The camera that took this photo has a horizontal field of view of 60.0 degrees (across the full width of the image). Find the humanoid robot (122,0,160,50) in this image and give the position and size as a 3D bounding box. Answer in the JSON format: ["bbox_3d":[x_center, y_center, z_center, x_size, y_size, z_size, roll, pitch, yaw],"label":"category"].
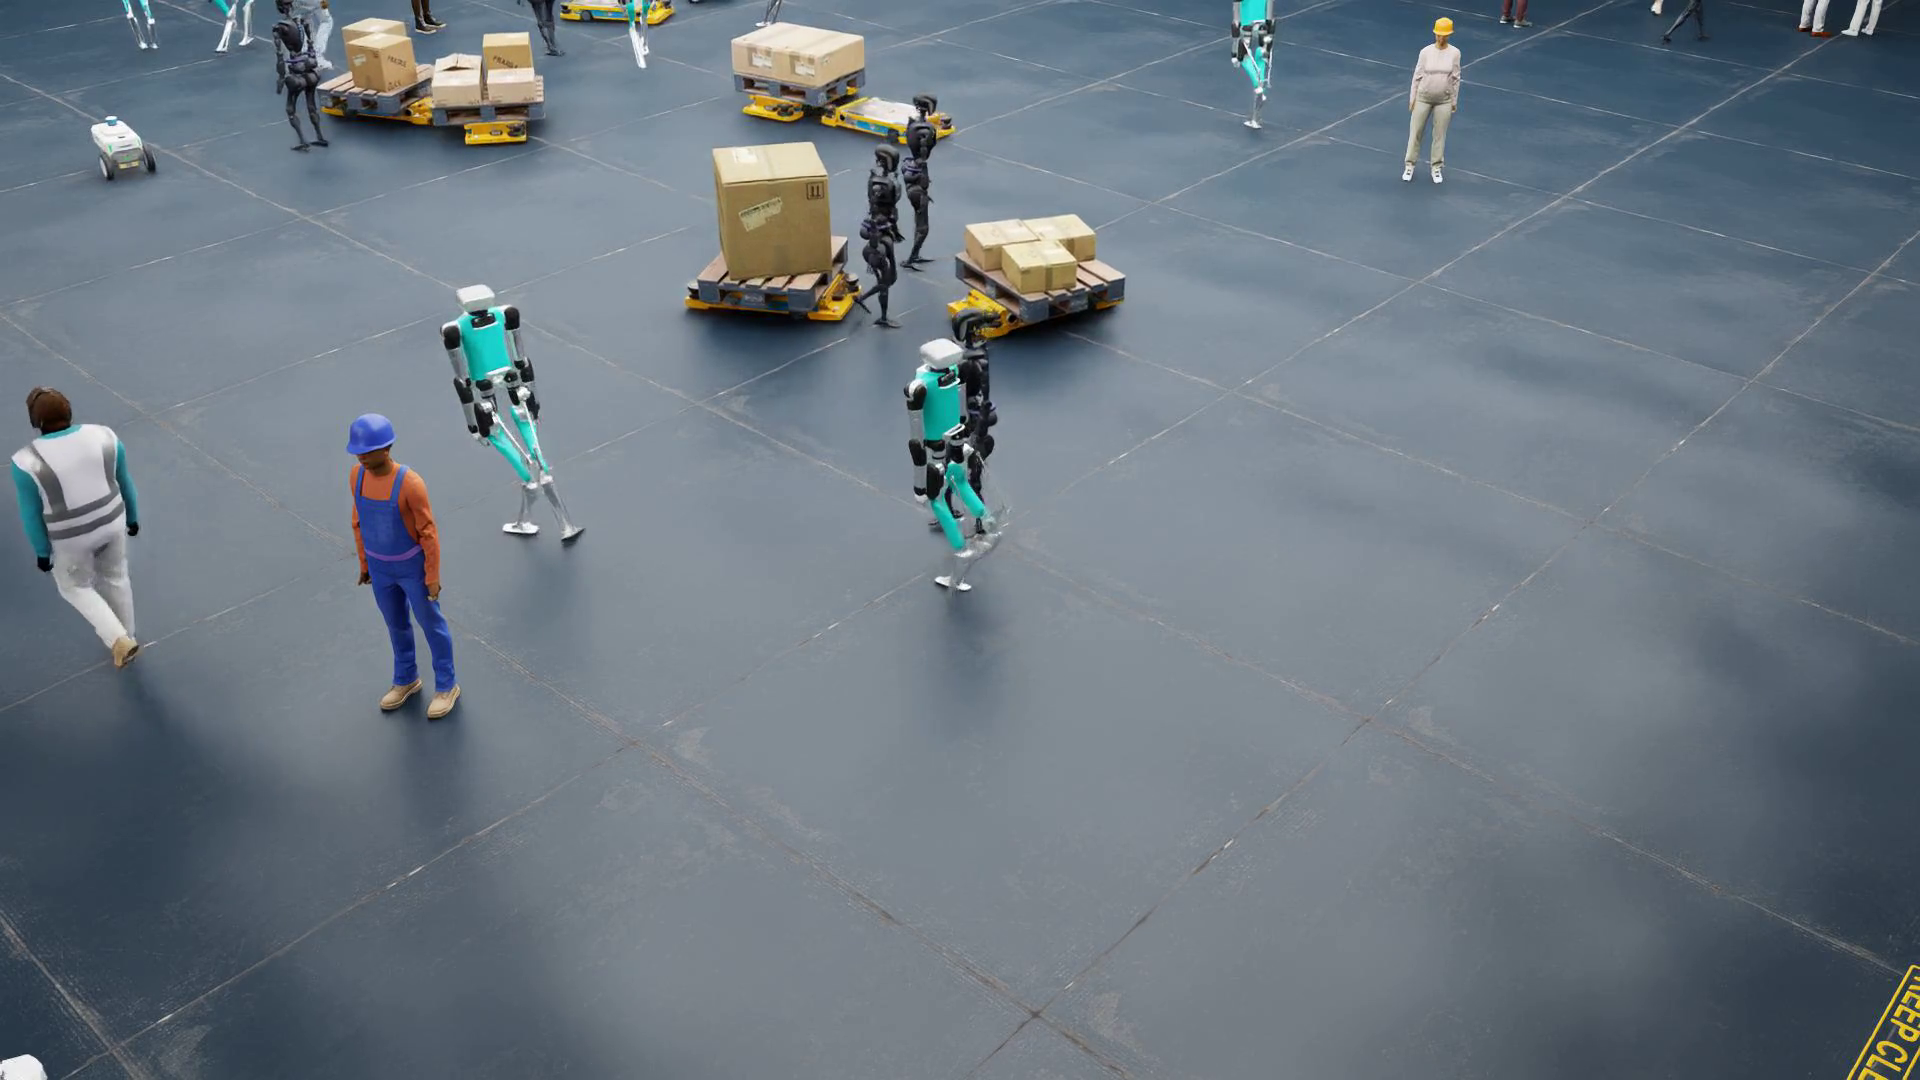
[{"bbox_3d":[-10.544,-7.052,21.125,0.536,1.786,0.732,-17,36,-25],"label":"humanoid robot"}]

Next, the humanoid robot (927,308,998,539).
[{"bbox_3d":[0.019,-0.747,11.018,0.412,1.656,0.590,-17,36,-25],"label":"humanoid robot"}]

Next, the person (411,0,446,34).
[{"bbox_3d":[-7.172,-7.745,22.020,0.364,1.961,0.611,6,32,9],"label":"person"}]

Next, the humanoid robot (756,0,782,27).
[{"bbox_3d":[-2.611,-7.622,22.105,0.778,1.832,0.542,15,35,23],"label":"humanoid robot"}]

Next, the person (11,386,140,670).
[{"bbox_3d":[-5.086,-0.040,9.739,0.525,1.827,0.649,21,38,30],"label":"person"}]

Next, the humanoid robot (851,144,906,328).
[{"bbox_3d":[-0.712,-2.552,13.940,0.502,1.631,0.611,9,33,14],"label":"humanoid robot"}]

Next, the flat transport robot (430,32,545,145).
[{"bbox_3d":[-5.311,-4.800,18.883,0.659,0.231,1.431,-6,32,-10],"label":"flat transport robot"}]

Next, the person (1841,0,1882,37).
[{"bbox_3d":[12.041,-7.461,21.862,0.520,1.645,0.305,-6,32,-10],"label":"person"}]

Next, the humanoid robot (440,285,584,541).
[{"bbox_3d":[-2.900,-0.747,10.963,0.590,1.774,0.878,-23,39,-32],"label":"humanoid robot"}]

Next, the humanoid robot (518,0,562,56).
[{"bbox_3d":[-5.308,-6.986,21.112,0.592,1.650,0.535,-24,39,-33],"label":"humanoid robot"}]

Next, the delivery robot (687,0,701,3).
[{"bbox_3d":[-3.640,-8.011,23.776,0.787,0.587,0.499,-11,33,-17],"label":"delivery robot"}]

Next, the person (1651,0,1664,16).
[{"bbox_3d":[9.666,-8.130,22.755,0.558,1.833,0.921,19,37,28],"label":"person"}]

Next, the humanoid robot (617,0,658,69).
[{"bbox_3d":[-4.055,-6.857,20.817,0.557,1.778,0.960,-8,33,-13],"label":"humanoid robot"}]

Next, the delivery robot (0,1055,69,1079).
[{"bbox_3d":[-3.959,2.507,6.863,0.499,0.613,0.807,-11,34,-18],"label":"delivery robot"}]

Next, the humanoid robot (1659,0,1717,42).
[{"bbox_3d":[9.617,-7.282,21.612,0.793,1.616,0.590,-9,33,-15],"label":"humanoid robot"}]

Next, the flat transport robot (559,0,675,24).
[{"bbox_3d":[-4.736,-7.327,22.953,1.431,0.231,0.659,7,32,11],"label":"flat transport robot"}]

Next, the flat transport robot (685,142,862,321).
[{"bbox_3d":[-1.639,-2.208,14.710,1.431,0.231,0.659,7,32,11],"label":"flat transport robot"}]

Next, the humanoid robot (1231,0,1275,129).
[{"bbox_3d":[3.317,-5.358,18.405,0.537,1.770,0.906,-11,34,-18],"label":"humanoid robot"}]

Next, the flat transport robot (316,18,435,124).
[{"bbox_3d":[-6.621,-5.070,19.318,1.431,0.231,0.659,10,33,15],"label":"flat transport robot"}]

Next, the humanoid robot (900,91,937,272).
[{"bbox_3d":[-0.385,-3.258,15.071,0.344,1.648,0.610,-4,32,-7],"label":"humanoid robot"}]

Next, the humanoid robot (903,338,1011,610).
[{"bbox_3d":[0.017,-0.326,10.366,0.639,1.871,0.538,22,38,31],"label":"humanoid robot"}]

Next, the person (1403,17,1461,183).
[{"bbox_3d":[4.860,-4.508,17.070,0.480,1.689,0.336,6,32,9],"label":"person"}]

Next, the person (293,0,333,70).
[{"bbox_3d":[-8.039,-6.673,20.366,0.631,1.883,0.484,9,33,15],"label":"person"}]

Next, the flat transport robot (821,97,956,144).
[{"bbox_3d":[-0.813,-4.738,18.783,1.431,0.231,0.659,21,38,30],"label":"flat transport robot"}]

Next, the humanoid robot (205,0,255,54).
[{"bbox_3d":[-9.320,-7.032,21.082,0.537,1.716,1.011,5,32,9],"label":"humanoid robot"}]

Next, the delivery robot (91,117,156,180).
[{"bbox_3d":[-8.879,-4.157,17.595,0.525,0.614,0.786,-23,38,-32],"label":"delivery robot"}]

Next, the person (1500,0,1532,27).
[{"bbox_3d":[7.601,-7.822,22.295,0.381,1.806,0.550,-16,35,-24],"label":"person"}]

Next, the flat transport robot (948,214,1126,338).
[{"bbox_3d":[0.668,-2.114,14.557,1.431,0.231,0.659,-18,36,-27],"label":"flat transport robot"}]

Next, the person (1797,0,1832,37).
[{"bbox_3d":[11.448,-7.568,21.861,0.367,1.833,0.503,-8,33,-12],"label":"person"}]

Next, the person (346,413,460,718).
[{"bbox_3d":[-3.160,0.144,9.369,0.511,1.910,0.363,9,33,14],"label":"person"}]

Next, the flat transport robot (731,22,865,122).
[{"bbox_3d":[-1.862,-5.231,19.577,0.659,0.231,1.431,18,36,26],"label":"flat transport robot"}]

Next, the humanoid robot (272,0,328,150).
[{"bbox_3d":[-7.139,-5.066,17.968,0.318,1.649,0.611,12,34,18],"label":"humanoid robot"}]
